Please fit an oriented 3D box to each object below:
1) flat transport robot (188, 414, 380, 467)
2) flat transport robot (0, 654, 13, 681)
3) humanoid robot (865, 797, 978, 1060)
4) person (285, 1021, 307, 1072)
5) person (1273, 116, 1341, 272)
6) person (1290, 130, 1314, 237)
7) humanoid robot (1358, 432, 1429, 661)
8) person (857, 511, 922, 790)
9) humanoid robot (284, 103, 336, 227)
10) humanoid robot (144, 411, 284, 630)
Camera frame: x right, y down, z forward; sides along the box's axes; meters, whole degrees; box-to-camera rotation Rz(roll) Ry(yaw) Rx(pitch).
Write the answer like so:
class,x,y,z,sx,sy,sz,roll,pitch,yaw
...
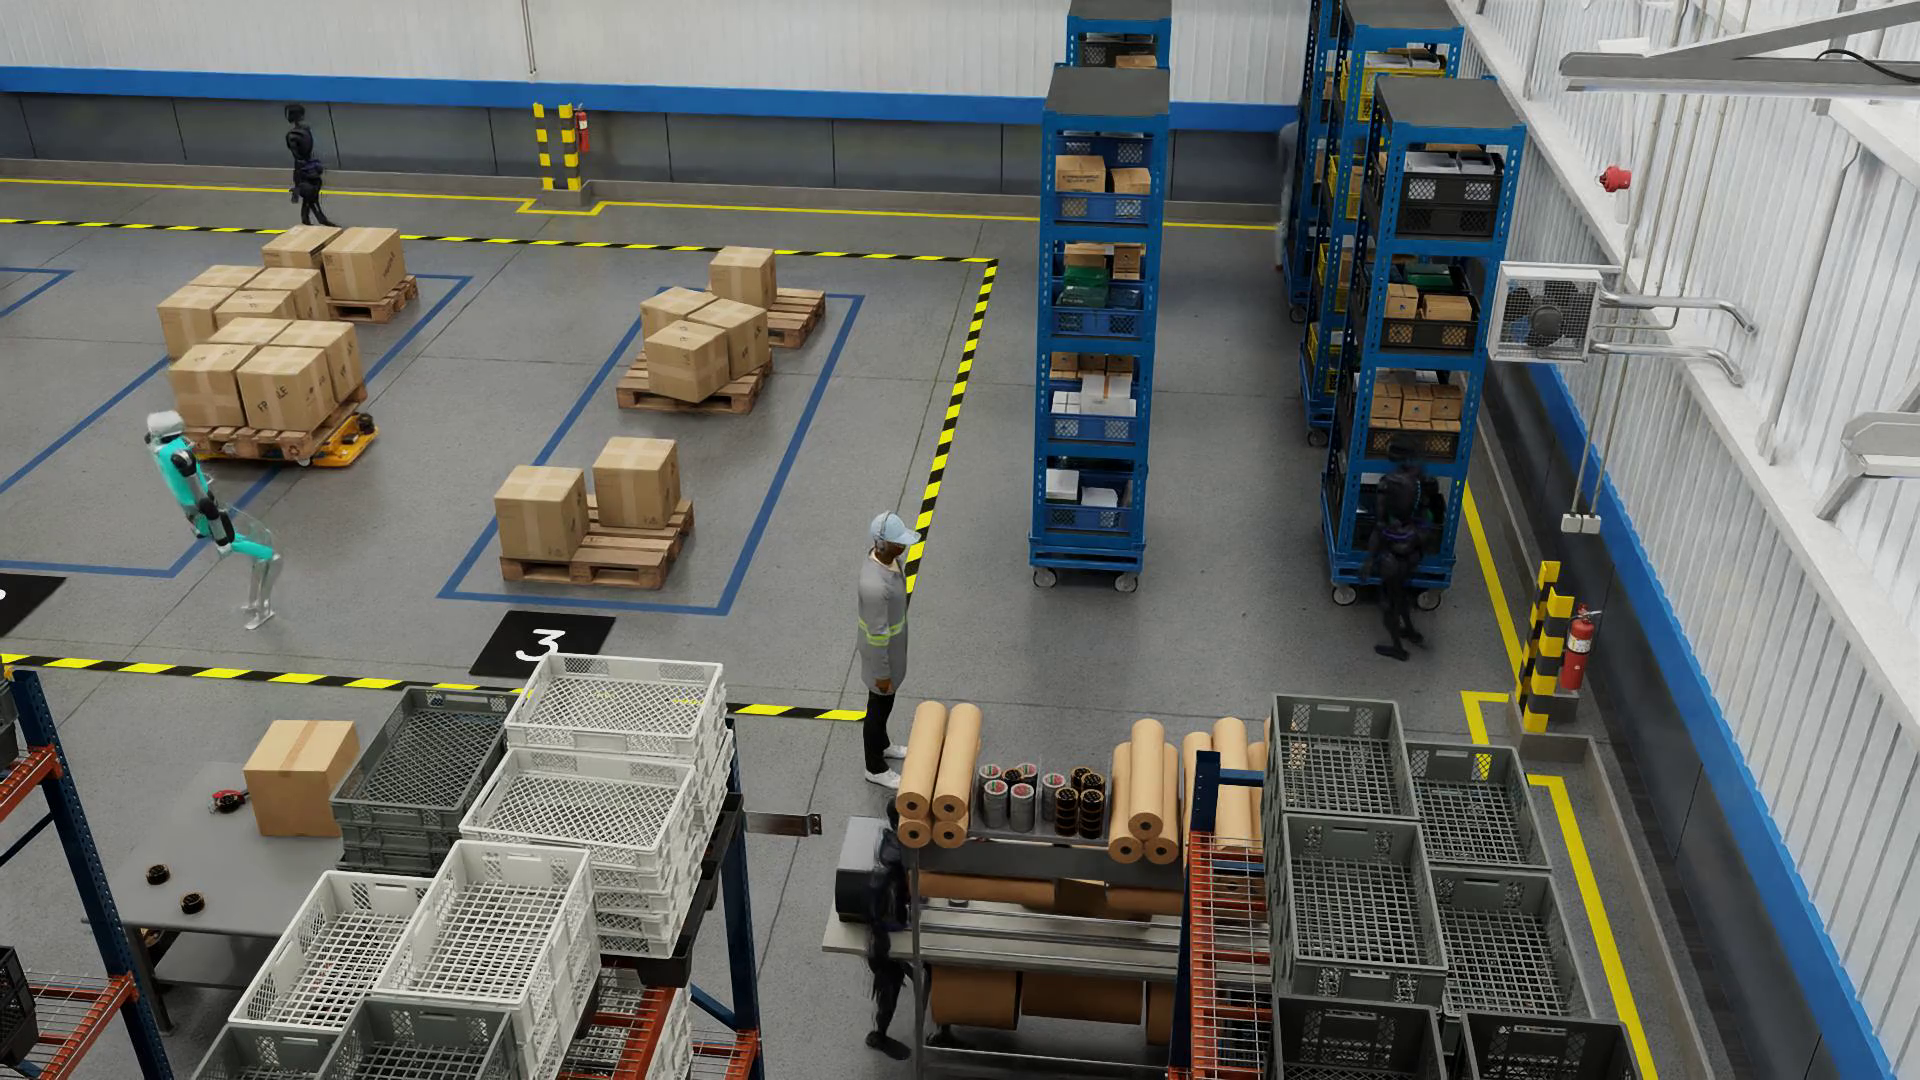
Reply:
class,x,y,z,sx,sy,sz,roll,pitch,yaw
flat transport robot,-5.773,-0.890,14.175,1.431,0.197,0.652,3,30,6
flat transport robot,-7.142,0.969,11.010,1.431,0.231,0.659,3,30,6
humanoid robot,-0.212,1.910,8.000,0.621,1.640,0.608,16,34,26
person,-2.437,2.597,6.662,0.431,1.838,0.623,9,31,14
person,3.611,-3.728,17.439,0.625,1.916,0.500,1,30,2
person,3.660,-3.776,17.473,0.369,1.964,0.607,9,31,15
humanoid robot,2.960,0.053,11.193,0.592,1.641,0.412,-26,39,-36
person,-0.417,0.642,9.996,0.397,1.850,0.596,2,30,4
humanoid robot,-7.031,-3.922,18.061,0.738,1.655,0.601,-2,30,-3
humanoid robot,-5.031,-0.150,11.480,0.551,1.769,0.801,26,39,37
